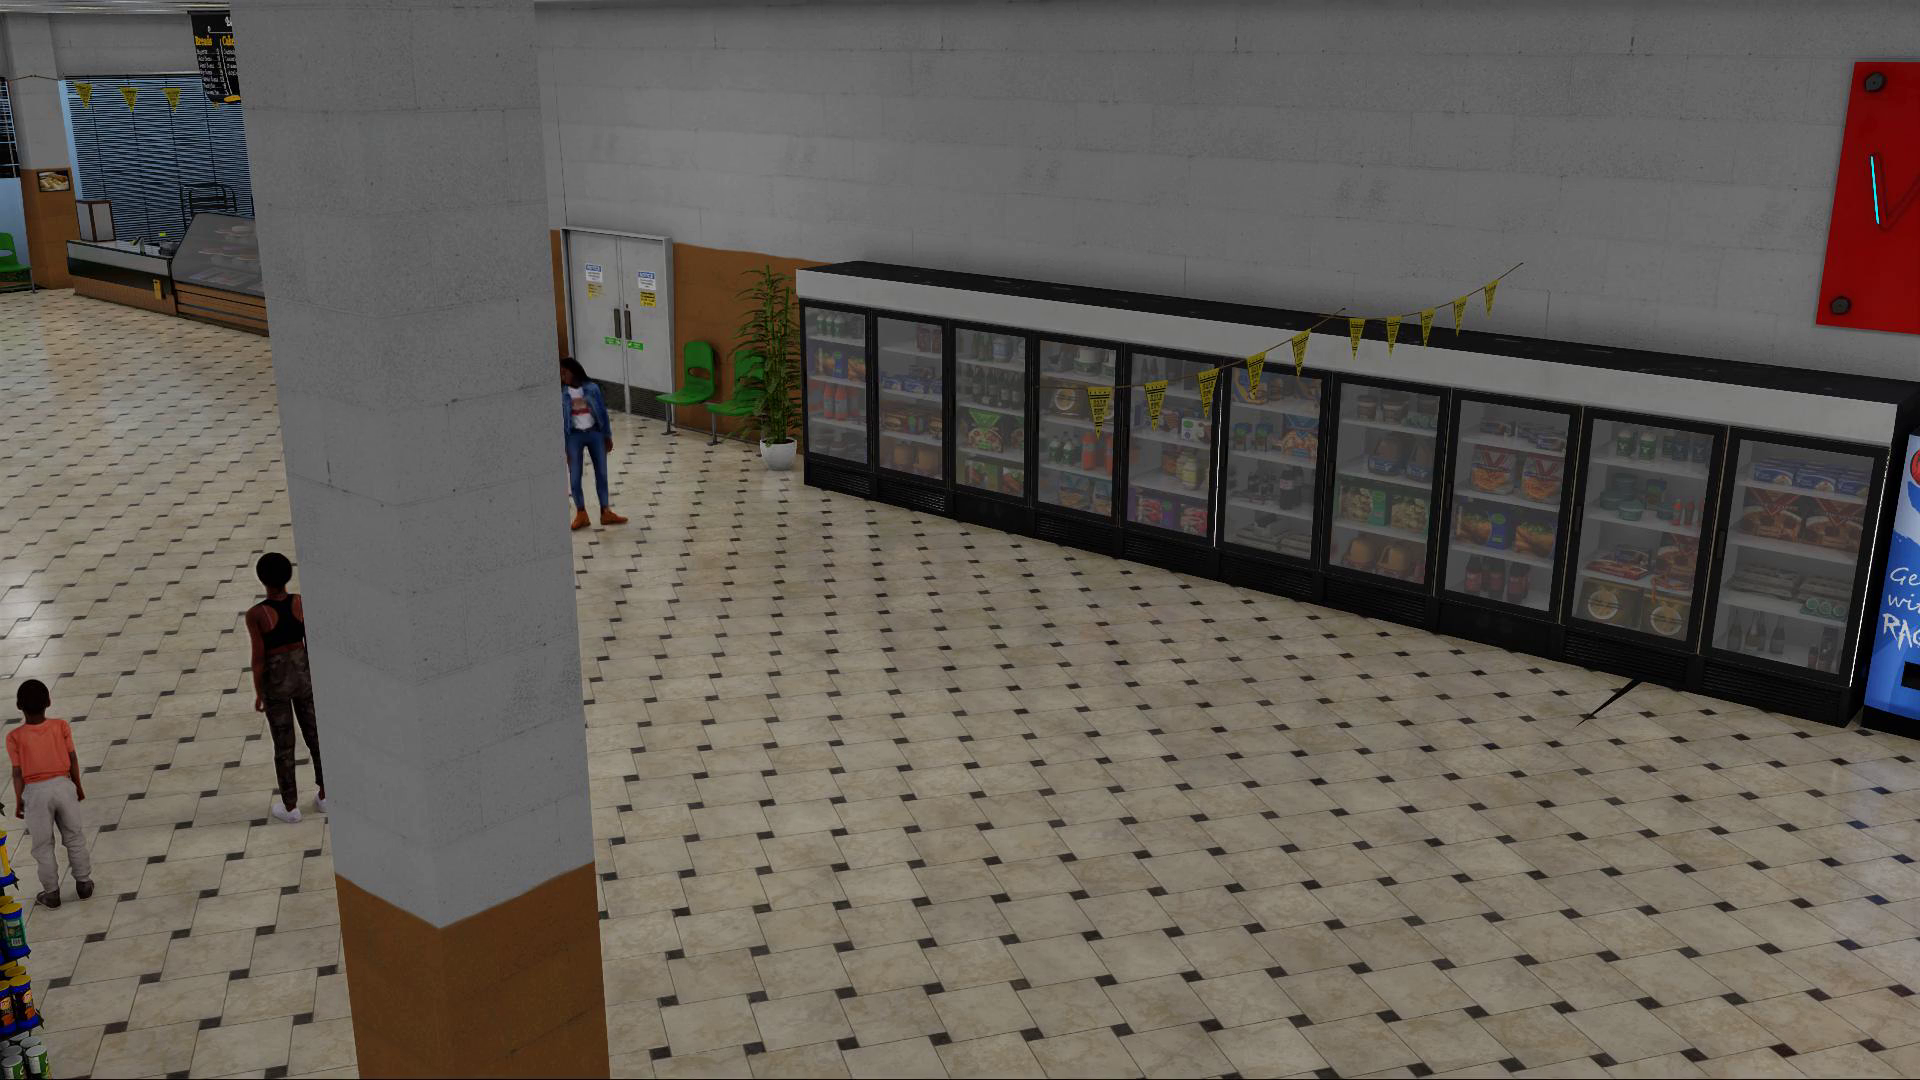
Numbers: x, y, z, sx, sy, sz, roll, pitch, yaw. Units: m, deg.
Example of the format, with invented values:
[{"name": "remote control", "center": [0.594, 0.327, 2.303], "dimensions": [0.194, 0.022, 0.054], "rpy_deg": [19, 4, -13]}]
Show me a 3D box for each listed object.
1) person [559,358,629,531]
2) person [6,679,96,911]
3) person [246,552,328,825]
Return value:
[{"name": "person", "center": [-3.560, -0.938, 16.037], "dimensions": [0.725, 1.694, 0.892], "rpy_deg": [-10, 19, -29]}, {"name": "person", "center": [-4.973, 1.377, 9.072], "dimensions": [0.451, 1.310, 0.586], "rpy_deg": [-14, 22, -38]}, {"name": "person", "center": [-4.050, 0.878, 10.044], "dimensions": [0.504, 1.700, 0.655], "rpy_deg": [-15, 22, -41]}]
